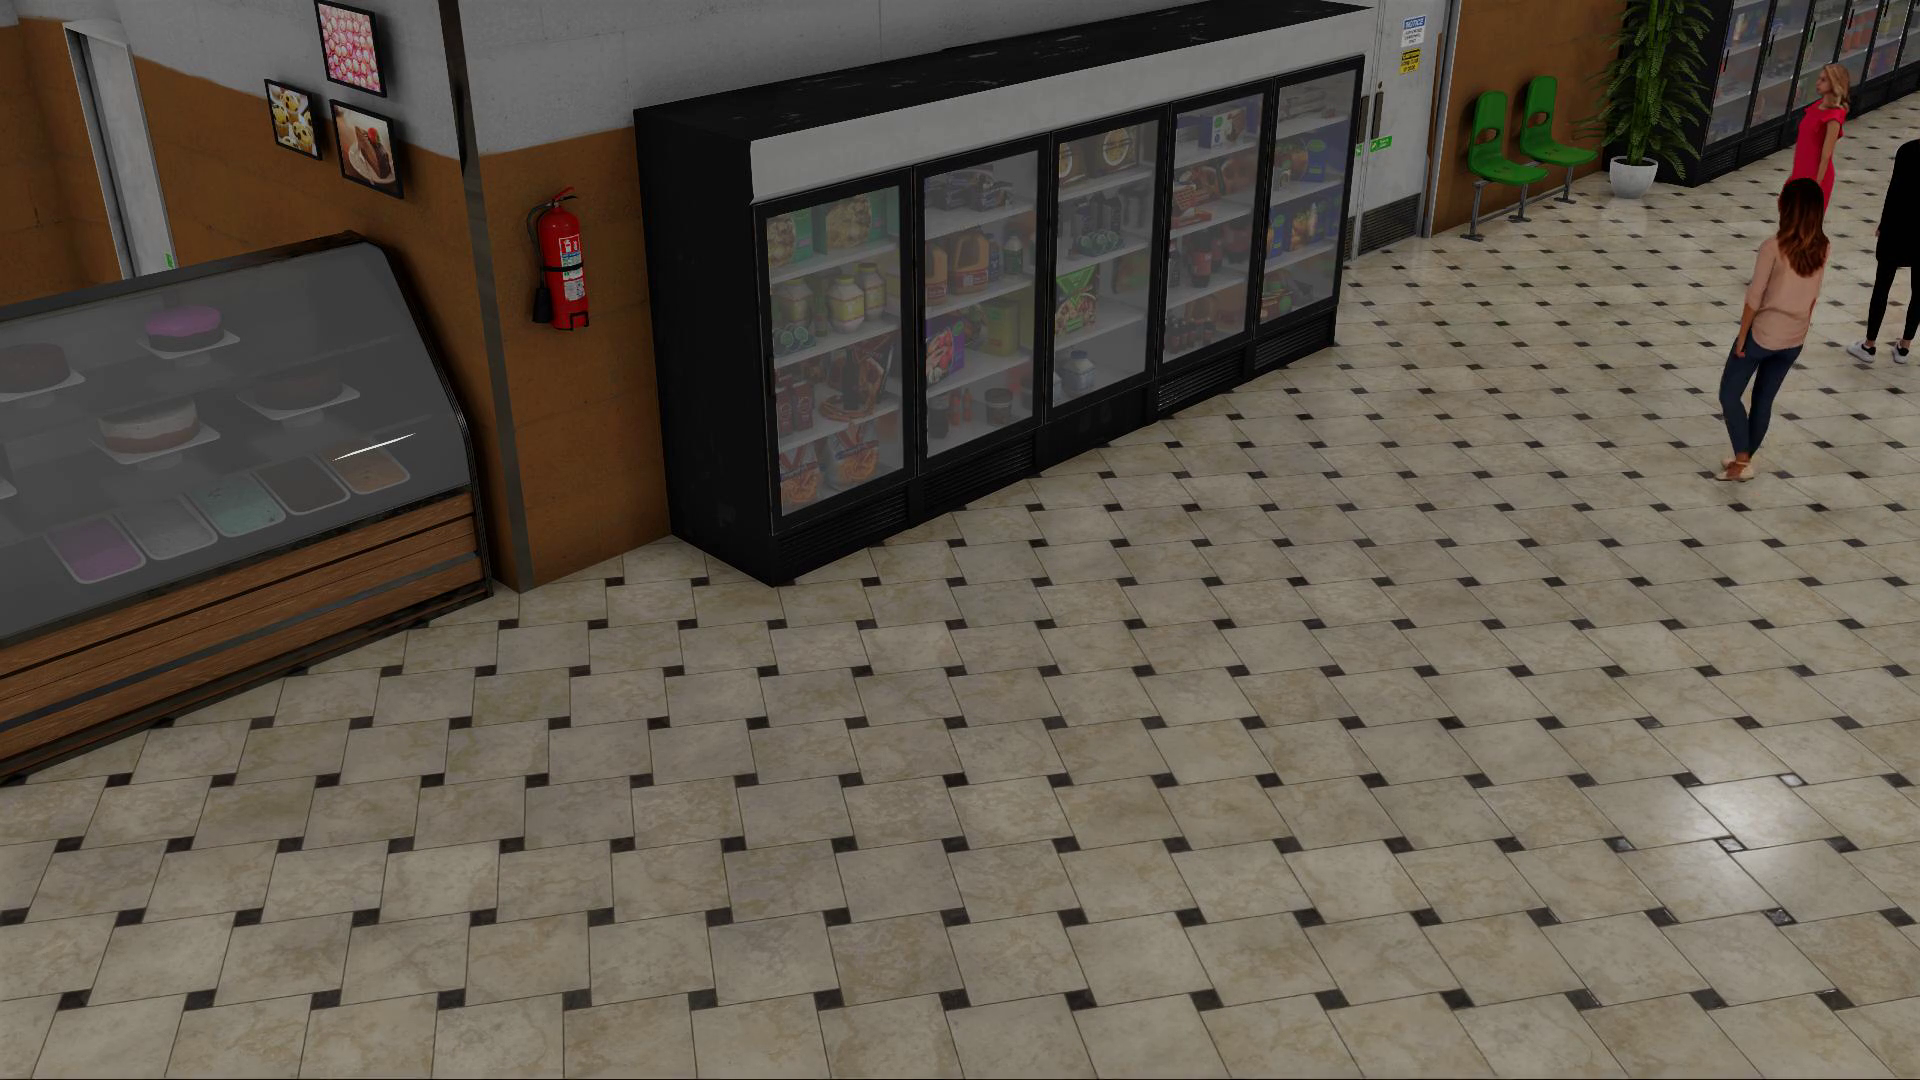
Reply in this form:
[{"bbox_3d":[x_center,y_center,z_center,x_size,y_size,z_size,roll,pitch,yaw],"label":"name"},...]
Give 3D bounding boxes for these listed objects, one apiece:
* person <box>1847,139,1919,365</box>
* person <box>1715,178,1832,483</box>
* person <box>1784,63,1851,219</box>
[{"bbox_3d":[6.364,-2.060,11.099,0.656,1.802,0.745,4,27,7],"label":"person"},{"bbox_3d":[4.535,-1.103,9.230,0.807,1.786,0.871,-1,27,-2],"label":"person"},{"bbox_3d":[6.385,-2.694,12.433,0.715,1.725,0.663,2,27,4],"label":"person"}]
